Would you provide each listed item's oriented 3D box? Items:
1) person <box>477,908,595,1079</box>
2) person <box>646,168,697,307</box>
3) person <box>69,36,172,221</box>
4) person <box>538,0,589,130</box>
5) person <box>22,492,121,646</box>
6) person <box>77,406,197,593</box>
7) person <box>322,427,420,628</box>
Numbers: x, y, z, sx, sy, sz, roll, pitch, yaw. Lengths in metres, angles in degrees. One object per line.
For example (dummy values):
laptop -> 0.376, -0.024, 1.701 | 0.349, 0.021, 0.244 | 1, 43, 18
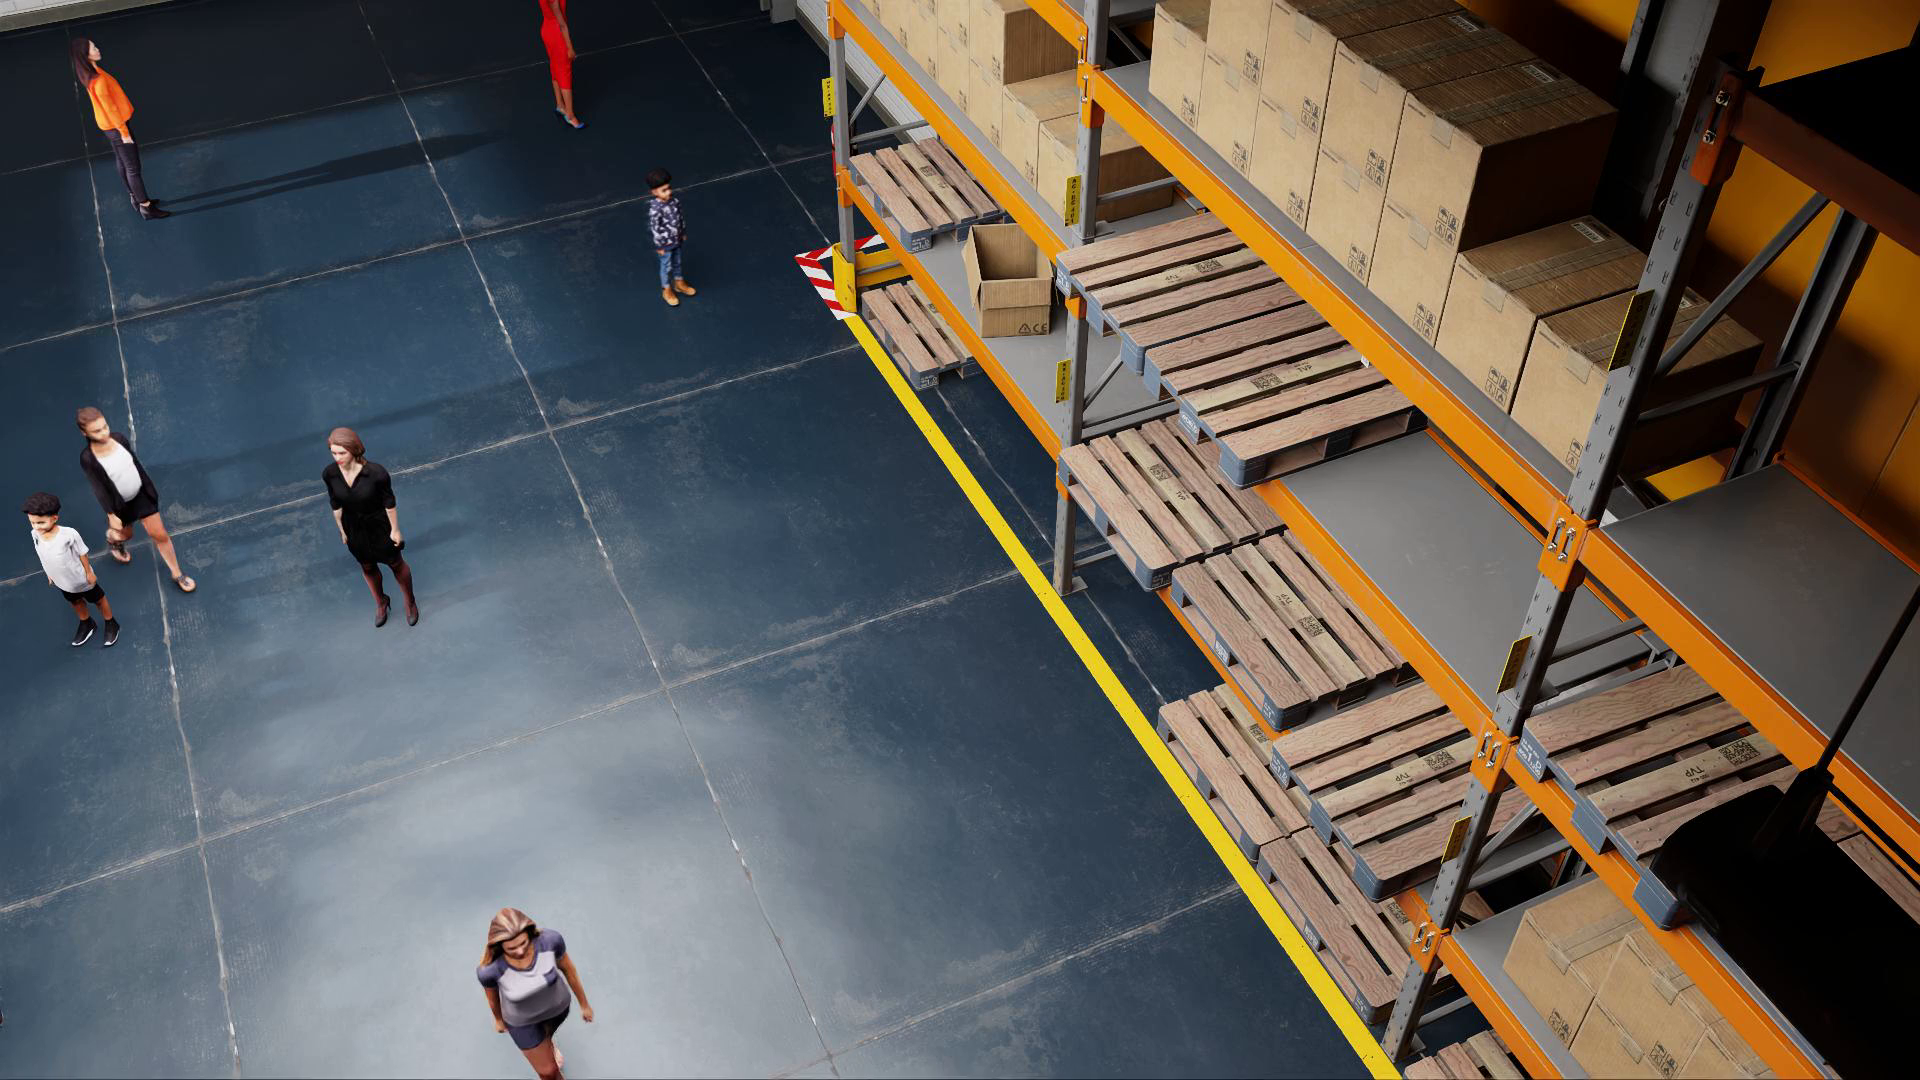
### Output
person -> -2.203, 2.361, 8.602 | 0.701, 1.675, 1.085 | -23, 48, -22
person -> -2.478, -2.588, 14.104 | 0.598, 1.250, 0.571 | 28, 50, 26
person -> -7.566, -3.693, 14.903 | 0.724, 1.748, 0.565 | -28, 50, -26
person -> -3.901, -4.816, 16.085 | 0.653, 1.744, 0.476 | -24, 49, -23
person -> -5.991, 0.184, 11.186 | 0.566, 1.262, 0.603 | 0, 44, 0
person -> -5.840, -0.322, 11.528 | 1.110, 1.524, 0.876 | 28, 50, 26
person -> -3.948, -0.080, 11.141 | 0.652, 1.706, 0.631 | -1, 44, -1
